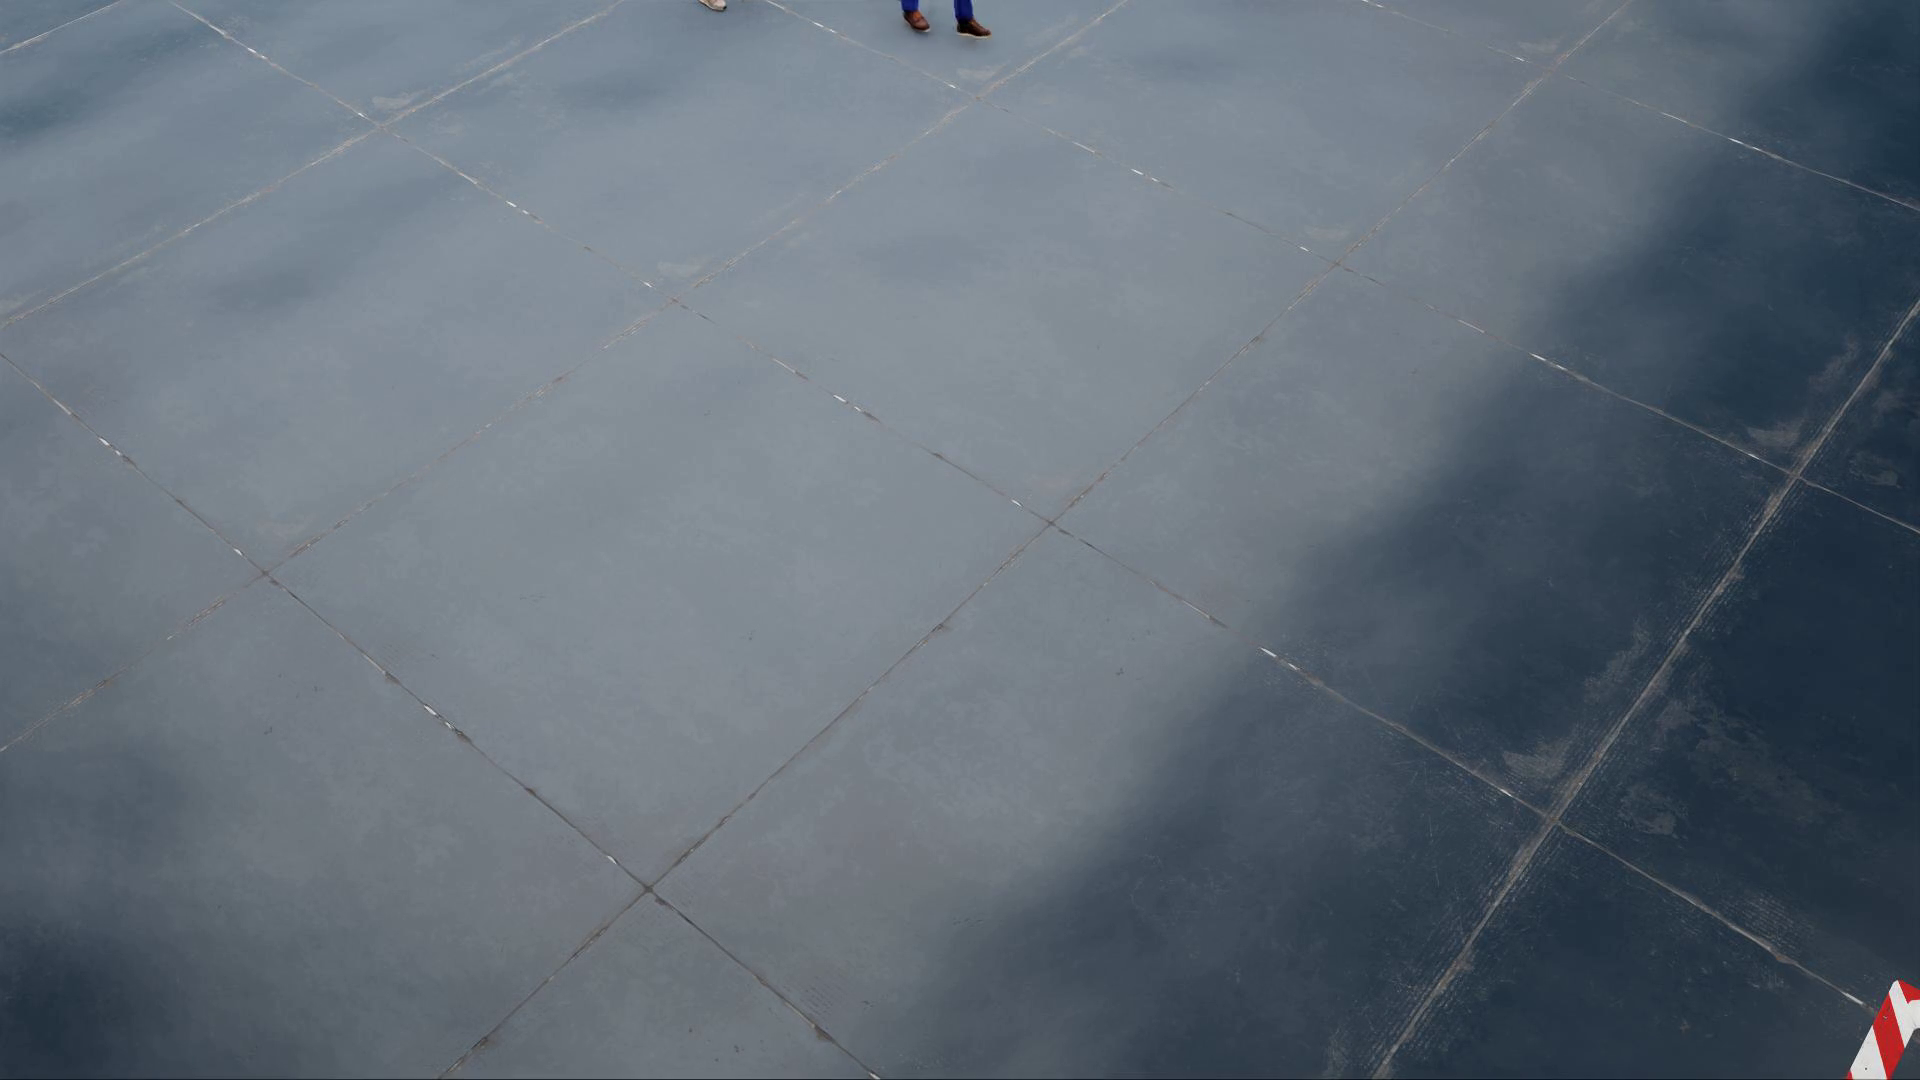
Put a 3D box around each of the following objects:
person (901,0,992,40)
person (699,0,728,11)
[{"bbox_3d":[-0.283,-4.519,11.994,0.770,1.833,1.015,-34,56,-27],"label":"person"},{"bbox_3d":[-1.886,-4.808,12.383,0.574,1.655,0.598,23,51,20],"label":"person"}]
